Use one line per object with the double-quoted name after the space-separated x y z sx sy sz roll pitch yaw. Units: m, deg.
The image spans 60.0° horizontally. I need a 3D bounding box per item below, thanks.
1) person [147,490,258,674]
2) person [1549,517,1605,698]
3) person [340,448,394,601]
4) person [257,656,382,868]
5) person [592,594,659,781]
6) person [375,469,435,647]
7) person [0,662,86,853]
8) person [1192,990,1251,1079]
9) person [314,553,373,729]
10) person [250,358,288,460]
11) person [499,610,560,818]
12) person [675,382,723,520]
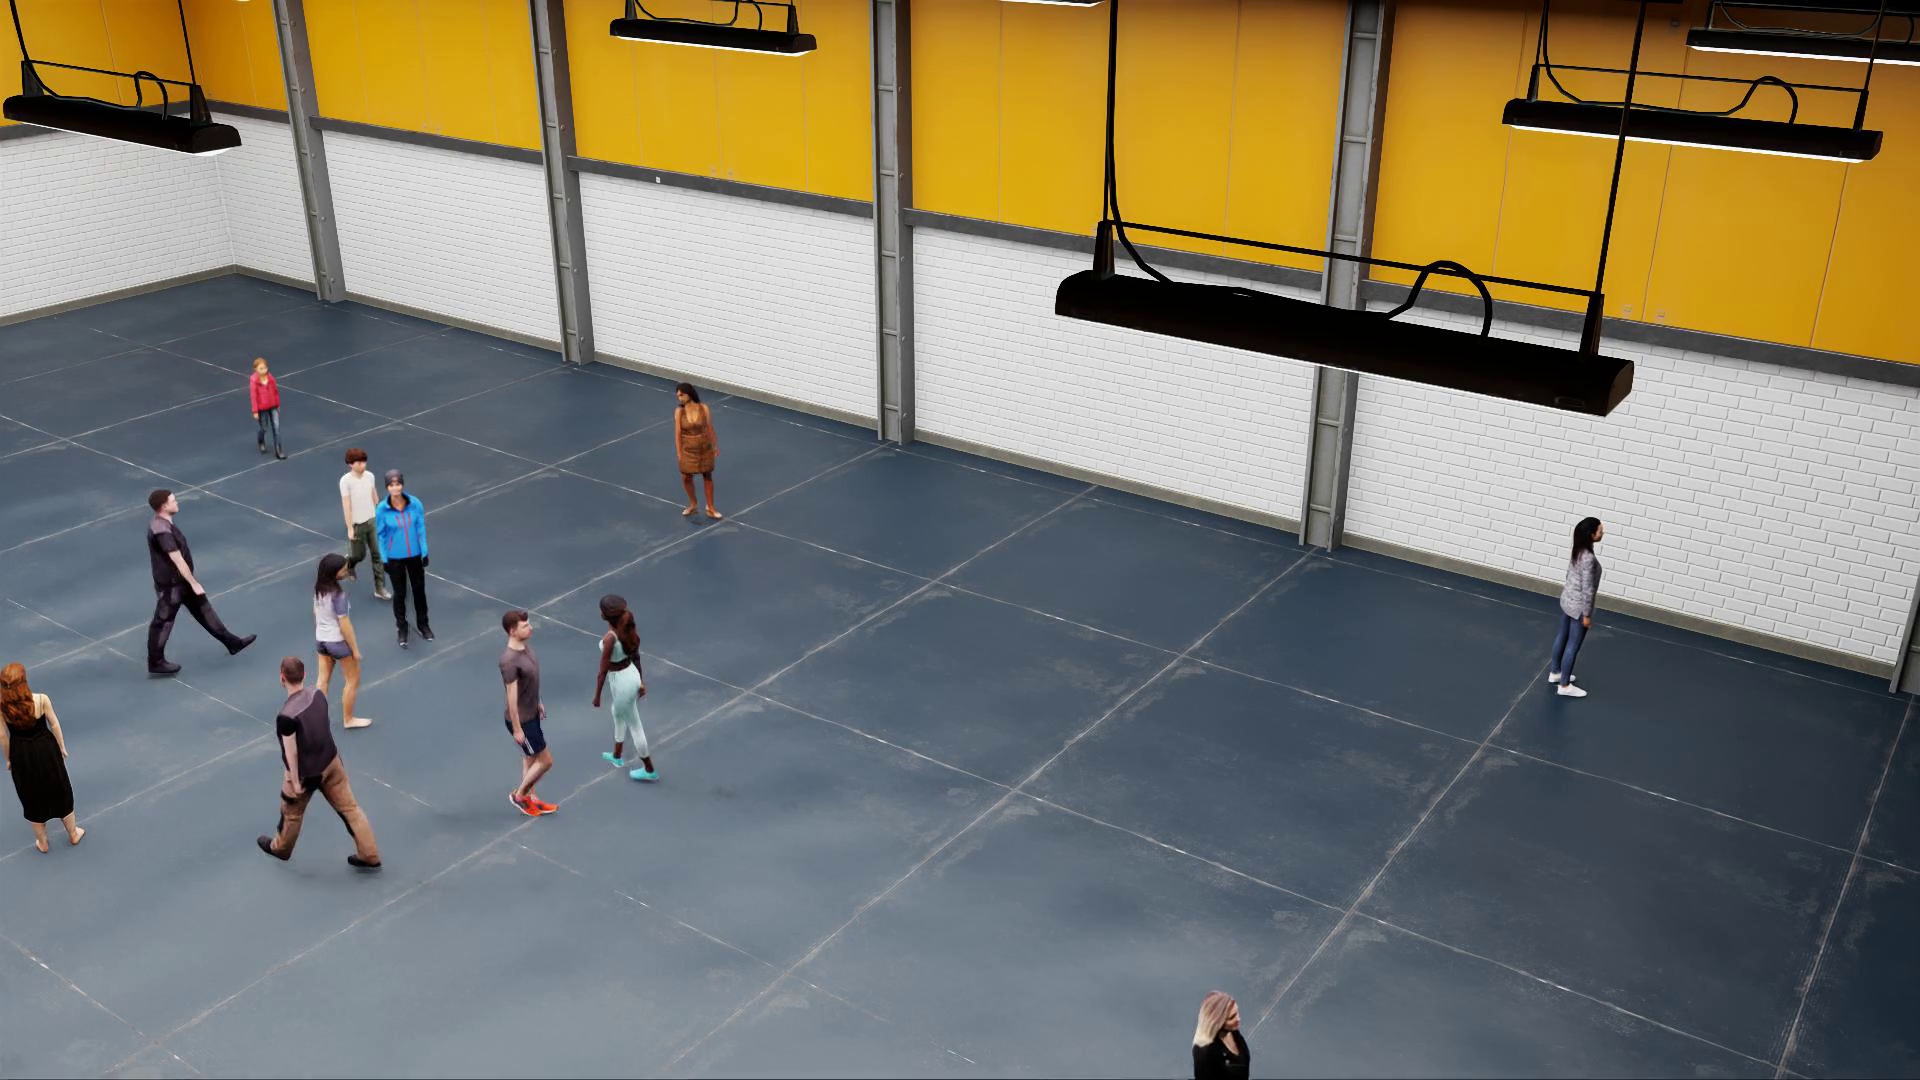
-7.500 0.441 15.659 1.247 1.792 1.256 -7 24 -15 "person"
5.710 0.590 15.391 0.707 1.732 0.690 0 24 1 "person"
-6.241 -0.179 17.270 1.012 1.637 0.669 20 31 38 "person"
-4.825 1.759 12.664 1.311 1.774 0.919 7 25 16 "person"
-2.725 1.264 13.885 0.884 1.704 0.672 9 25 20 "person"
-5.441 0.160 16.296 0.694 1.797 0.691 -11 26 -23 "person"
-7.241 1.692 13.005 0.671 1.624 0.694 -12 26 -26 "person"
1.365 3.228 9.443 0.988 1.665 0.720 11 26 23 "person"
-5.548 0.908 14.689 0.557 1.712 0.746 11 26 23 "person"
-8.837 -1.684 21.128 0.627 1.304 0.868 -21 31 -39 "person"
-3.579 1.412 13.370 0.832 1.845 0.796 1 24 1 "person"
-3.005 -1.027 19.164 0.685 1.673 0.740 -9 25 -21 "person"
